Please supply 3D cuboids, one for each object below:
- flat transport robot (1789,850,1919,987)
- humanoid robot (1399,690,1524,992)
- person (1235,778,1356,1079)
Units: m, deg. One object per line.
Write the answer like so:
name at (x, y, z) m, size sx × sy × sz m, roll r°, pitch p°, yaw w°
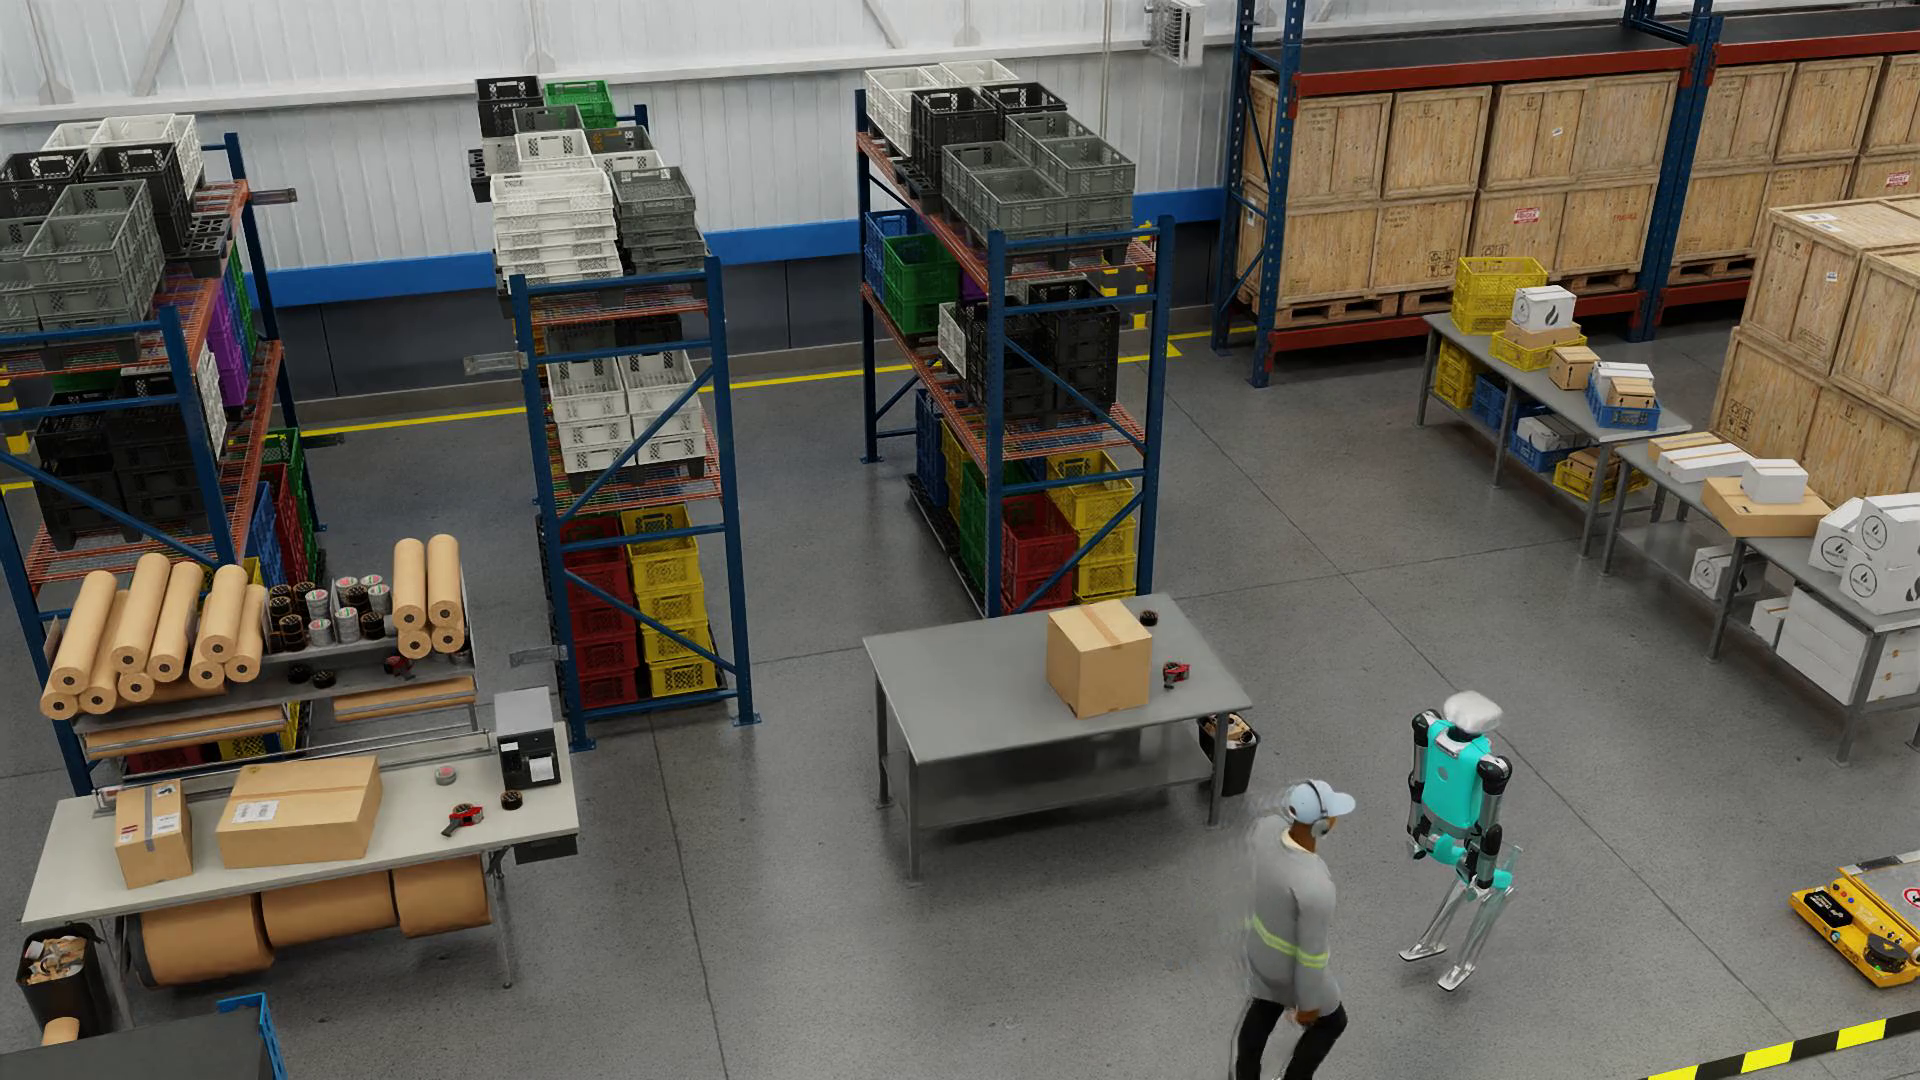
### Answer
flat transport robot at (5.163, 1.916, 8.676) m, size 1.431 × 0.231 × 0.659 m, roll -8°, pitch 30°, yaw -14°
humanoid robot at (2.483, 1.395, 7.964) m, size 0.735 × 1.673 × 0.533 m, roll -17°, pitch 33°, yaw -28°
person at (1.505, 1.795, 7.270) m, size 0.577 × 1.833 × 0.613 m, roll -9°, pitch 30°, yaw -16°
